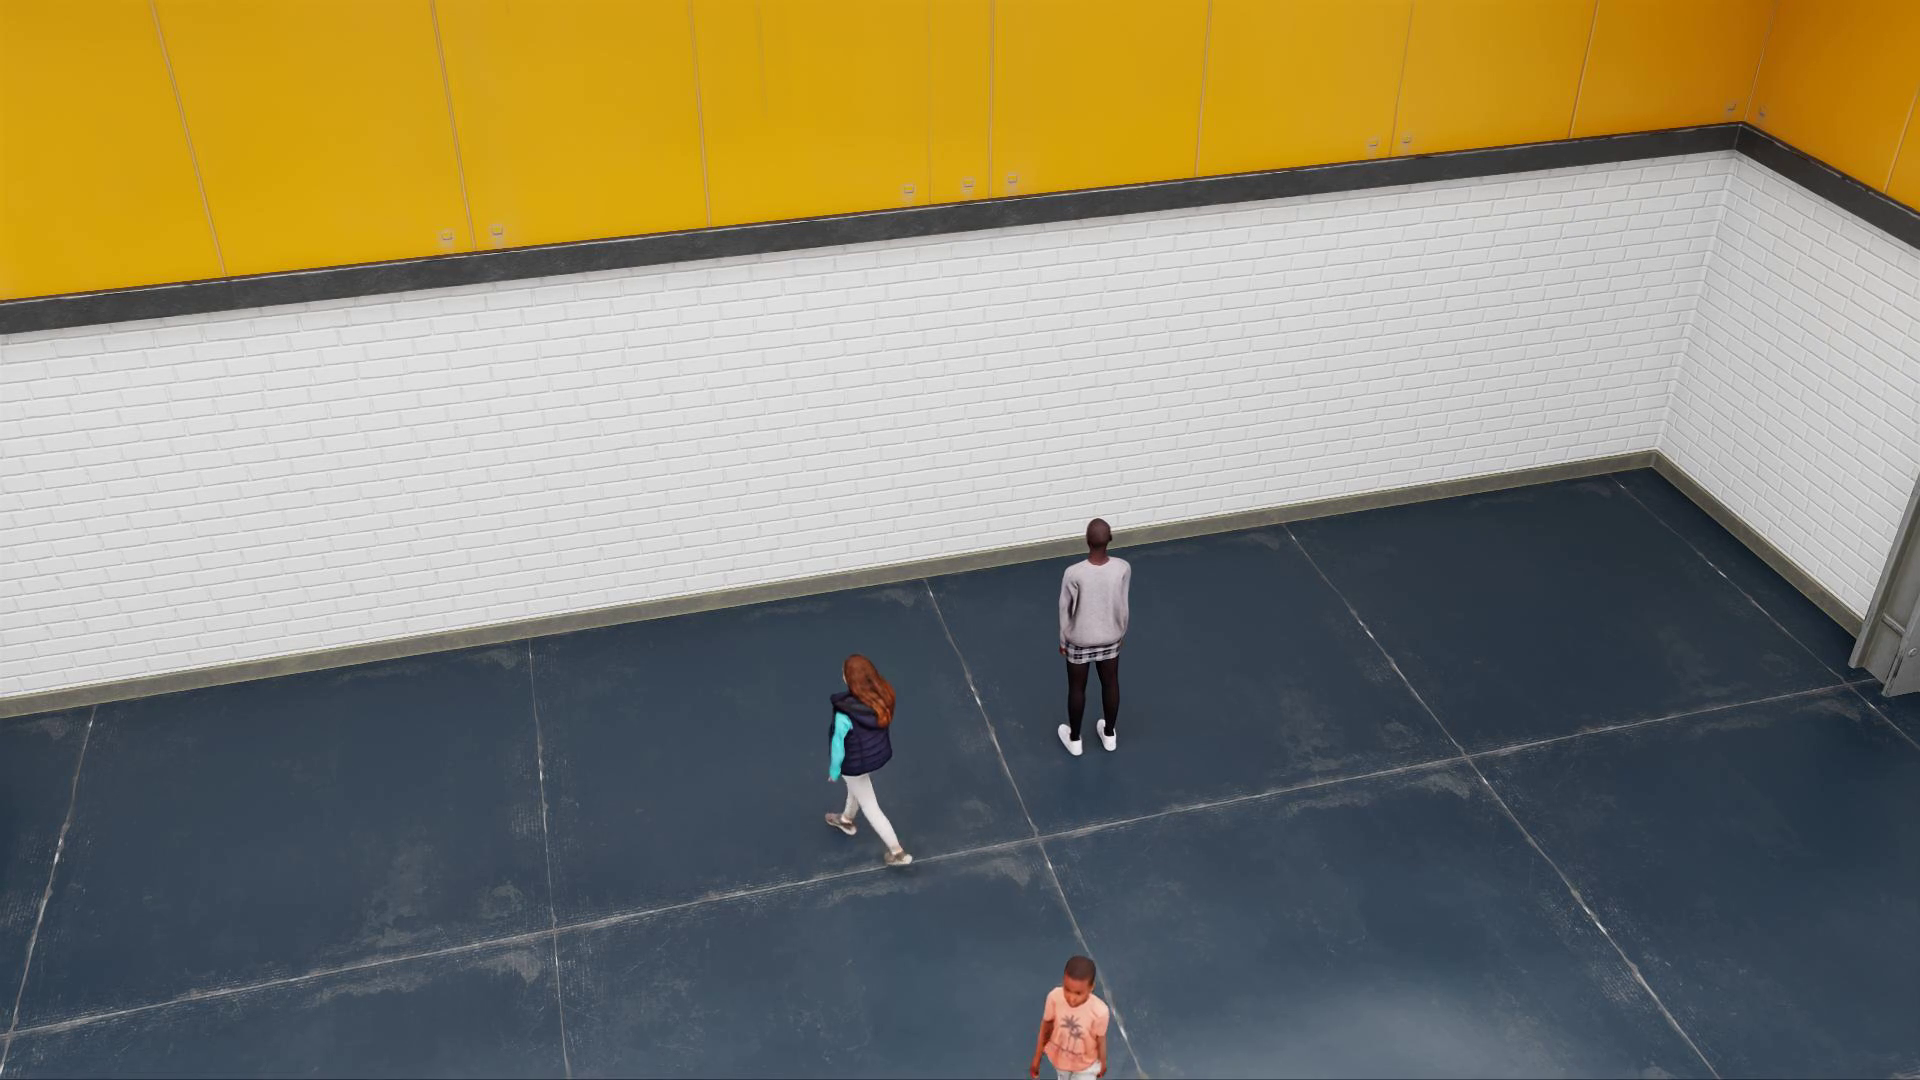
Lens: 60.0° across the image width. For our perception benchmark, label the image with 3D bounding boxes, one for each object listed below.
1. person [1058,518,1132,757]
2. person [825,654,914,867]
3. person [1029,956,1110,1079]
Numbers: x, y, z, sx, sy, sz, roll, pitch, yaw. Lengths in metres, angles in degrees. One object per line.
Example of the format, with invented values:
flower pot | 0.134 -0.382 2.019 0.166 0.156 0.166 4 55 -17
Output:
person | 0.871 0.633 10.762 0.612 1.769 0.516 -7 34 -10
person | -0.540 1.340 9.969 1.042 1.470 0.920 23 40 31
person | 0.596 2.526 8.345 0.757 1.292 0.813 19 38 26
